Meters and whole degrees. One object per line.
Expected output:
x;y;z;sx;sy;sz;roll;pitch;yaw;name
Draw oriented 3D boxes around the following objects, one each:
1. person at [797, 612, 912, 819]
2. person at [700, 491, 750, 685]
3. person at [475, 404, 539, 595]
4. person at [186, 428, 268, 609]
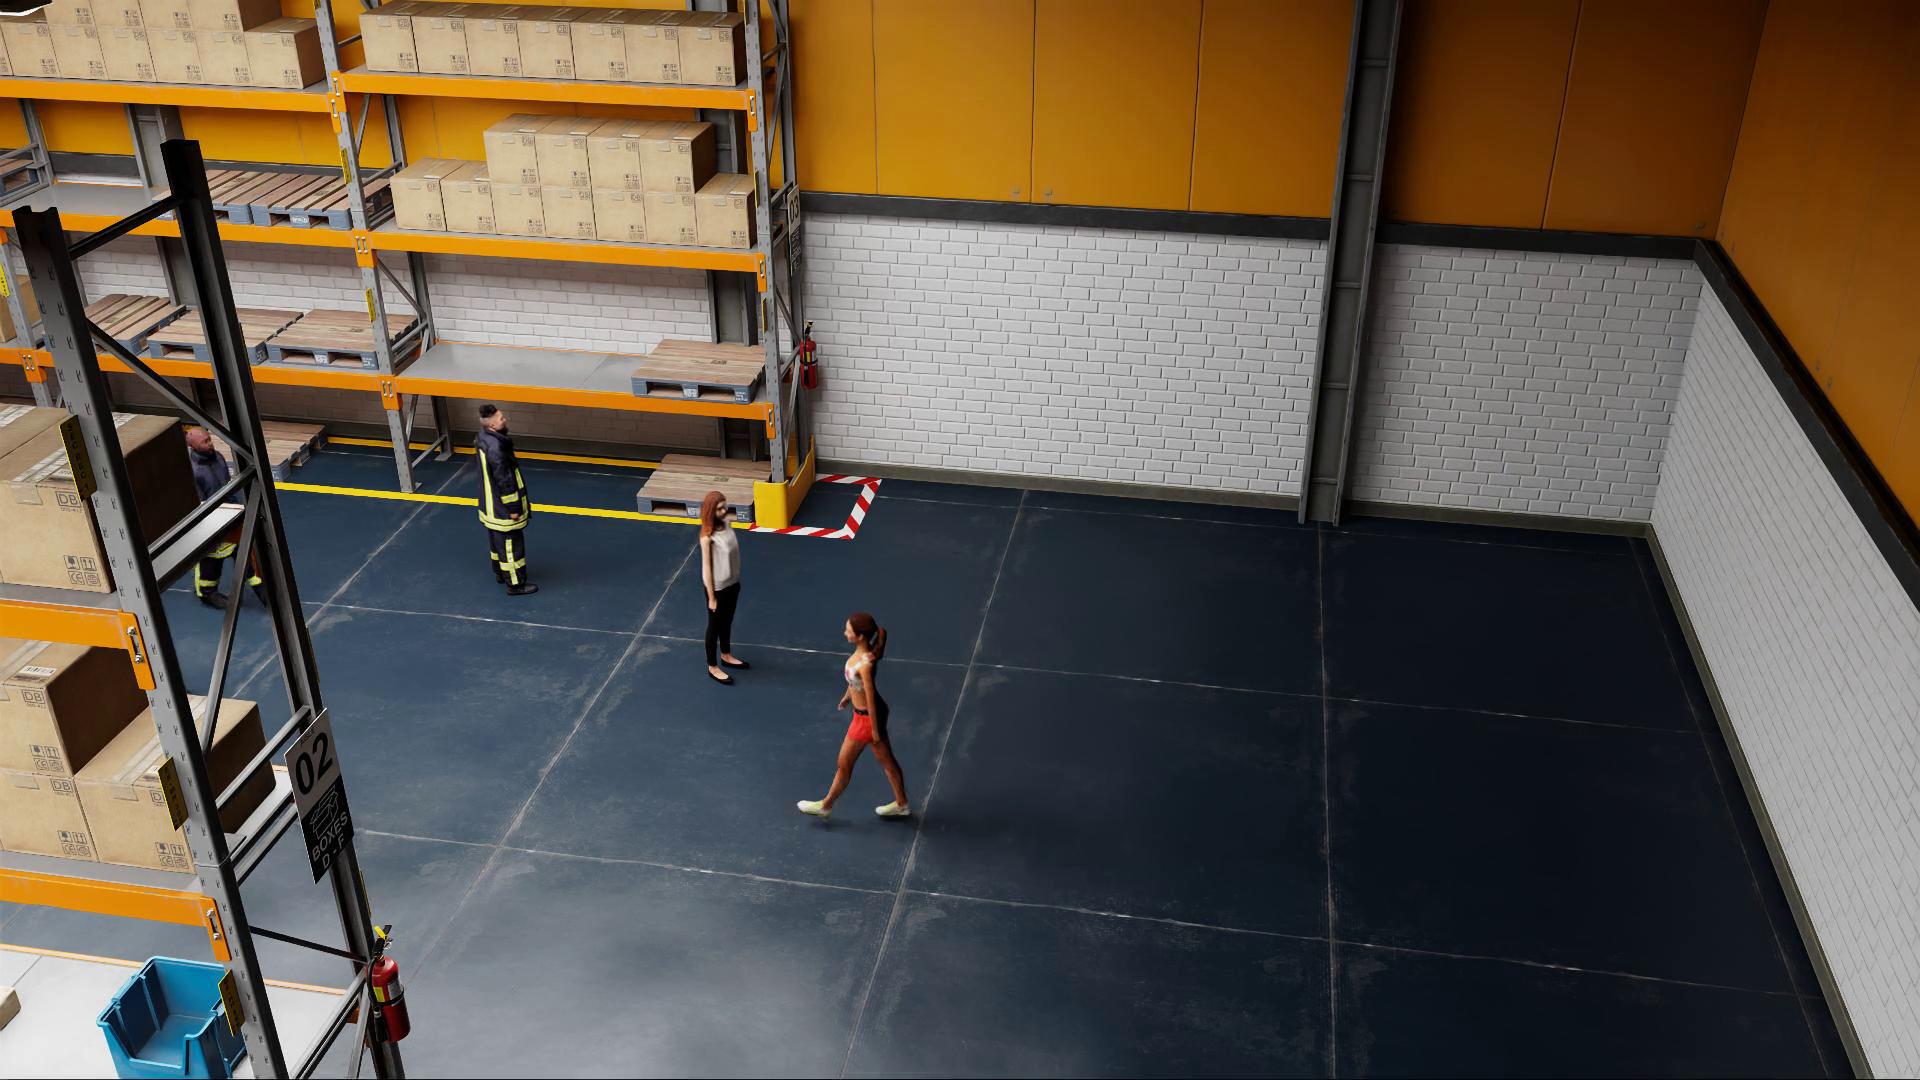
-0.577;1.306;12.106;1.092;1.756;0.673;1;29;2;person
-2.000;0.371;13.858;0.574;1.720;0.630;12;31;21;person
-4.173;-0.405;15.133;0.928;1.862;0.884;-16;32;-26;person
-6.688;-0.164;14.779;1.179;1.777;0.813;7;29;13;person
